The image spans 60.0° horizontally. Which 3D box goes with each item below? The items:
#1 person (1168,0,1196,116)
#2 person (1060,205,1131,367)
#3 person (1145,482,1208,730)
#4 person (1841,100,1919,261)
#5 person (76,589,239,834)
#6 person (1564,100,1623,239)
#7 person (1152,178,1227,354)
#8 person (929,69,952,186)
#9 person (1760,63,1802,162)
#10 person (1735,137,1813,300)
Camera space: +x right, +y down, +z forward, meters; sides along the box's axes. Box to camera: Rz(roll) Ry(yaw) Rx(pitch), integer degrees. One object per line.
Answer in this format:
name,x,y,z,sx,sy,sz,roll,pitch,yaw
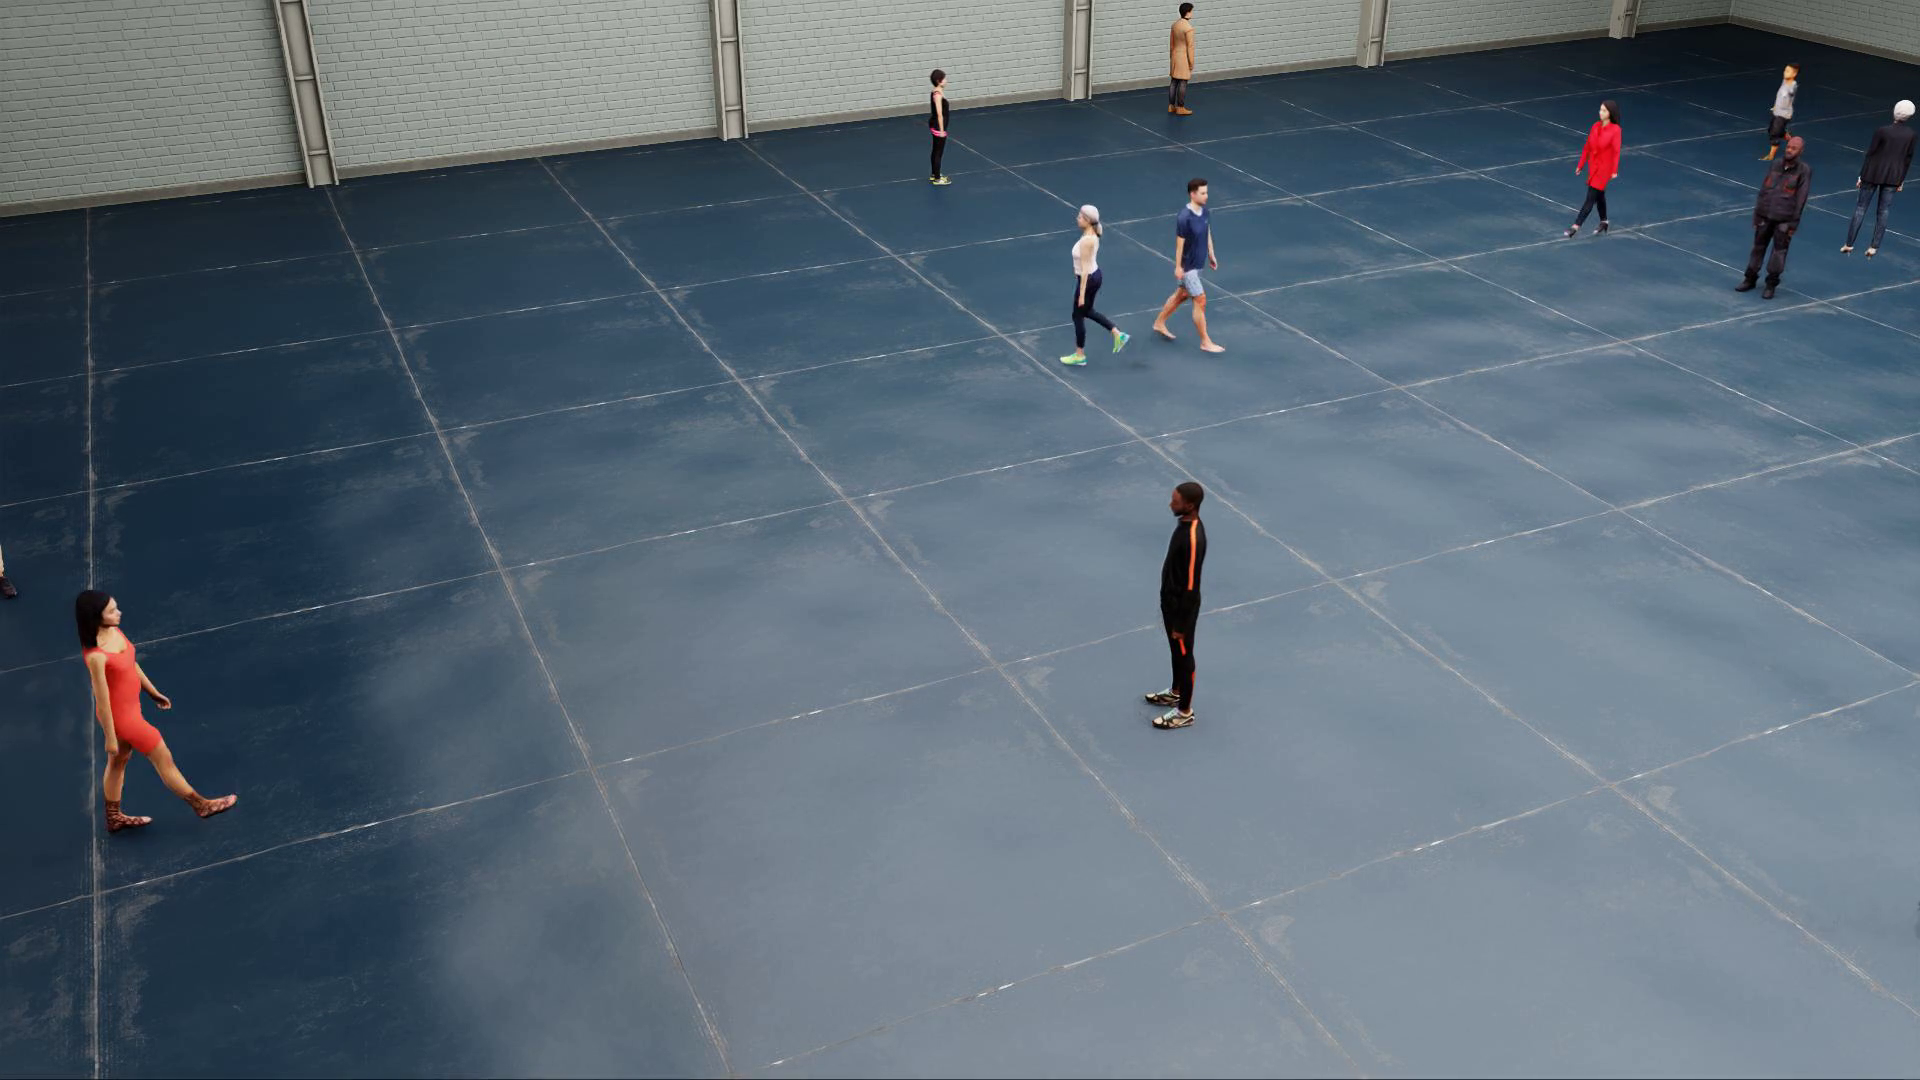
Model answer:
person,3.518,-7.671,26.476,0.673,1.726,0.697,-18,33,-31
person,1.393,-2.577,16.952,1.024,1.686,0.922,6,29,12
person,1.497,0.419,11.196,0.670,1.810,0.692,-1,28,-1
person,10.104,-3.985,18.303,0.815,1.781,0.793,8,29,14
person,-5.171,1.080,10.086,1.010,1.686,0.617,-11,30,-19
person,8.036,-4.598,20.738,1.047,1.696,0.639,-14,31,-24
person,2.352,-2.896,17.432,1.060,1.800,1.185,20,34,32
person,-0.301,-5.729,23.015,0.601,1.552,0.602,-3,28,-6
person,11.983,-6.245,24.099,0.921,1.442,0.729,-3,28,-6
person,9.313,-3.689,18.897,0.688,1.821,0.752,-21,35,-34
